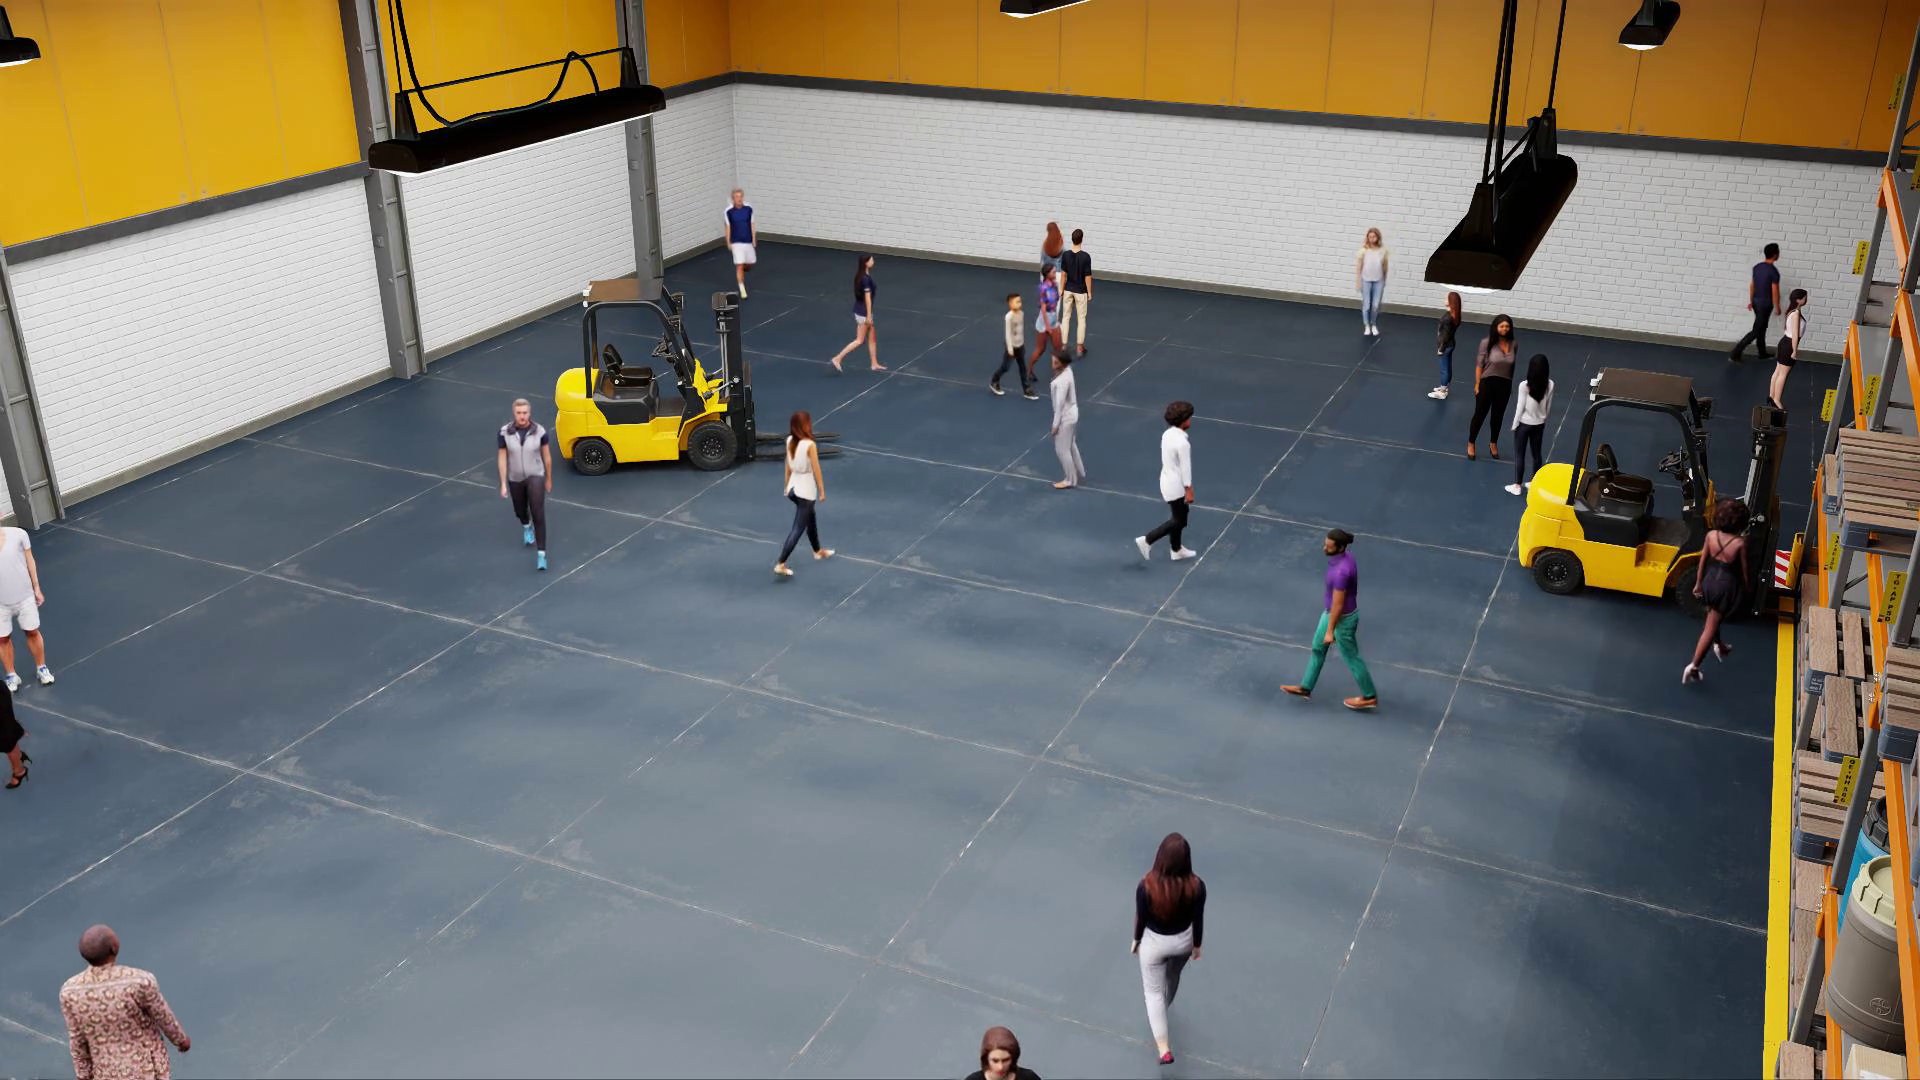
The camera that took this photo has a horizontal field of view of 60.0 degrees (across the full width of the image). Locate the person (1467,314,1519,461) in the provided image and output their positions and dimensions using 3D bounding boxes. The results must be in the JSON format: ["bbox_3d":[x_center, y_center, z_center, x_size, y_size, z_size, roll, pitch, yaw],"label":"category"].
[{"bbox_3d":[6.553,-1.886,20.449,0.748,1.841,0.765,-2,24,-5],"label":"person"}]

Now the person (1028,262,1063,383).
[{"bbox_3d":[1.155,-3.004,23.155,0.823,1.722,0.964,18,29,35],"label":"person"}]

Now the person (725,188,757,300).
[{"bbox_3d":[-3.612,-4.922,27.415,1.019,1.824,1.064,-9,25,-20],"label":"person"}]

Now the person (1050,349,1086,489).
[{"bbox_3d":[1.295,-1.442,19.602,0.929,1.706,0.704,10,26,22],"label":"person"}]

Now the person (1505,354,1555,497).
[{"bbox_3d":[6.664,-1.355,19.409,0.698,1.700,0.739,-6,24,-13],"label":"person"}]

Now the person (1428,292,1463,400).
[{"bbox_3d":[6.648,-2.666,22.679,0.633,1.483,0.466,13,27,28],"label":"person"}]

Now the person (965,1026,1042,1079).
[{"bbox_3d":[0.207,3.248,8.915,0.866,1.673,1.113,0,24,1],"label":"person"}]

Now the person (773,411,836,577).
[{"bbox_3d":[-1.706,-0.446,17.272,1.185,1.747,0.878,-22,32,-40],"label":"person"}]

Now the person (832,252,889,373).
[{"bbox_3d":[-1.456,-3.188,23.555,1.052,1.738,1.045,-6,24,-13],"label":"person"}]

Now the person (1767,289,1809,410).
[{"bbox_3d":[11.059,-2.550,22.207,0.659,1.649,0.520,4,24,10],"label":"person"}]

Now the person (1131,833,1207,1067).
[{"bbox_3d":[1.309,2.595,10.520,0.916,1.582,1.115,-1,24,-3],"label":"person"}]

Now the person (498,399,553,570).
[{"bbox_3d":[-4.612,-0.649,17.681,1.120,1.791,1.305,-3,24,-7],"label":"person"}]

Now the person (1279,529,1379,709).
[{"bbox_3d":[3.457,0.716,14.650,0.963,1.718,1.133,4,24,9],"label":"person"}]

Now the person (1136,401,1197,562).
[{"bbox_3d":[2.202,-0.576,17.516,1.009,1.790,0.995,-5,24,-12],"label":"person"}]

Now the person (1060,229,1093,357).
[{"bbox_3d":[1.703,-3.644,24.457,0.630,1.852,0.541,10,26,22],"label":"person"}]

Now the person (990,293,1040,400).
[{"bbox_3d":[0.683,-2.647,22.688,0.806,1.442,0.975,21,31,39],"label":"person"}]

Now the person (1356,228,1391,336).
[{"bbox_3d":[6.272,-3.913,25.285,0.731,1.681,0.761,-2,24,-5],"label":"person"}]

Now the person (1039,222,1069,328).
[{"bbox_3d":[1.438,-4.042,25.569,0.650,1.690,0.553,16,28,32],"label":"person"}]

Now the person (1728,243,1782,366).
[{"bbox_3d":[11.474,-3.354,23.910,1.092,1.758,1.124,-4,24,-9],"label":"person"}]

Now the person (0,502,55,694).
[{"bbox_3d":[-8.599,0.472,15.039,0.697,1.853,0.822,-15,28,-30],"label":"person"}]

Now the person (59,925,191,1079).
[{"bbox_3d":[-4.671,3.014,9.330,0.997,1.767,1.275,0,24,0],"label":"person"}]

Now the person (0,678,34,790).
[{"bbox_3d":[-7.763,1.265,13.480,0.736,1.649,0.711,-18,29,-35],"label":"person"}]

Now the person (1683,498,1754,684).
[{"bbox_3d":[6.828,0.511,15.073,1.093,1.754,0.894,-15,28,-31],"label":"person"}]
